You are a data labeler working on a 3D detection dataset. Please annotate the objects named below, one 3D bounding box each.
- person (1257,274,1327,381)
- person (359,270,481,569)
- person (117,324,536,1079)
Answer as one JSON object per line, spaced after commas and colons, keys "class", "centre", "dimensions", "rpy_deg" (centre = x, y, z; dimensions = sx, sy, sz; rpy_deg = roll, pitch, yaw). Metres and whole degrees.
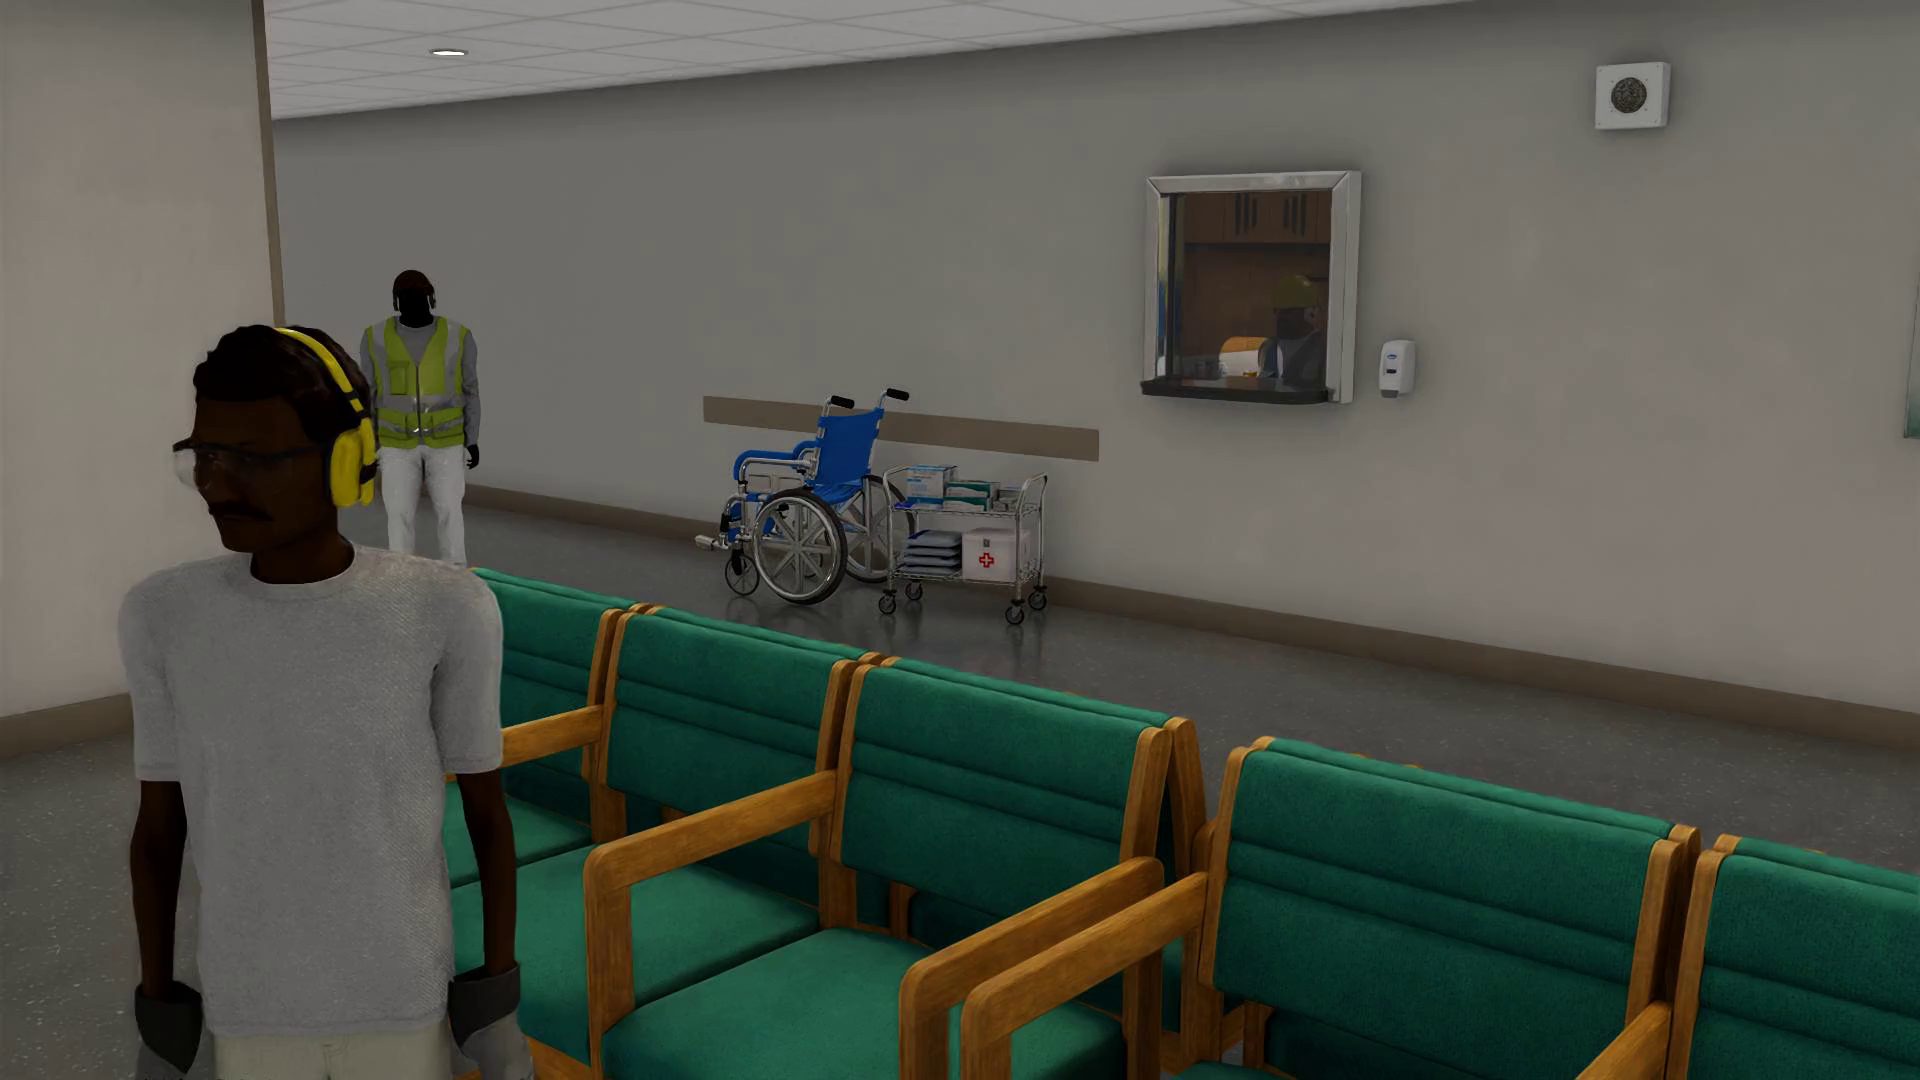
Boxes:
{"class": "person", "centre": [1.793, -0.508, 8.936], "dimensions": [0.405, 1.824, 0.586], "rpy_deg": [-8, 13, -38]}
{"class": "person", "centre": [-2.926, -0.536, 9.036], "dimensions": [0.633, 1.843, 0.429], "rpy_deg": [-3, 10, -15]}
{"class": "person", "centre": [-0.844, 0.645, 2.238], "dimensions": [0.526, 1.865, 0.315], "rpy_deg": [-1, 10, -6]}
